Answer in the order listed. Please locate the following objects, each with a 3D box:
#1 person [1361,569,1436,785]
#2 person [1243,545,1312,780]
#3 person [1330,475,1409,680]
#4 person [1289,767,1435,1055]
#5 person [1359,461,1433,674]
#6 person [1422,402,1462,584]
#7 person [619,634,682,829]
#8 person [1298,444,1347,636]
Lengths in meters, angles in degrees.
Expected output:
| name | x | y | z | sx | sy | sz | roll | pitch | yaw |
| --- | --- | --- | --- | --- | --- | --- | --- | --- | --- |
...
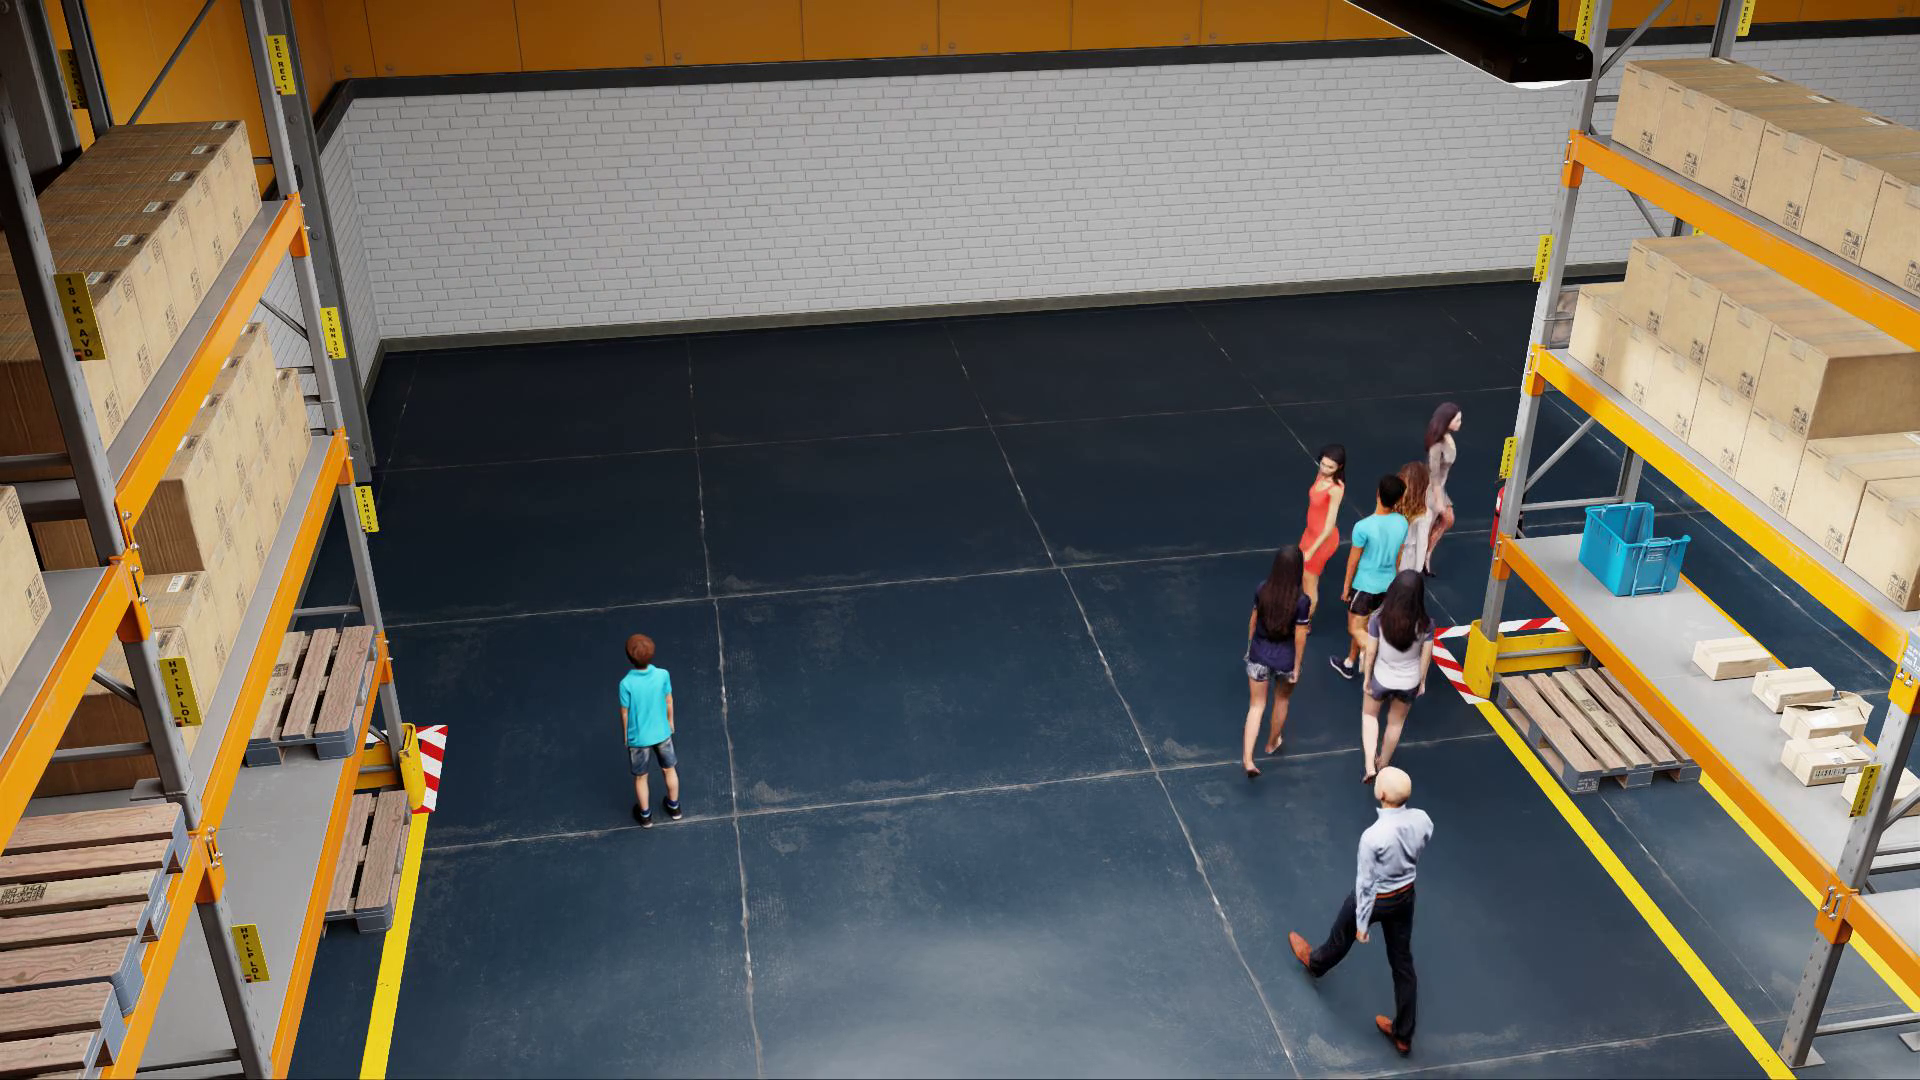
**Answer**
| name | x | y | z | sx | sy | sz | roll | pitch | yaw |
| --- | --- | --- | --- | --- | --- | --- | --- | --- | --- |
| person | 2.972 | 0.987 | 11.389 | 0.758 | 1.693 | 0.894 | 6 | 29 | 10 |
| person | 2.151 | 0.886 | 11.529 | 0.958 | 1.736 | 1.087 | 17 | 33 | 28 |
| person | 3.139 | 0.390 | 12.430 | 0.786 | 1.746 | 1.079 | -13 | 31 | -22 |
| person | 2.424 | 2.100 | 9.302 | 0.869 | 1.739 | 1.272 | -13 | 31 | -22 |
| person | 3.304 | 0.244 | 12.707 | 1.041 | 1.735 | 1.129 | 16 | 32 | 27 |
| person | 3.839 | -0.383 | 13.863 | 0.786 | 1.730 | 0.691 | 9 | 30 | 15 |
| person | -2.082 | 1.270 | 11.127 | 0.577 | 1.448 | 0.585 | -16 | 33 | -27 |
| person | 2.912 | 0.014 | 13.162 | 0.692 | 1.704 | 0.561 | -4 | 29 | -7 |
